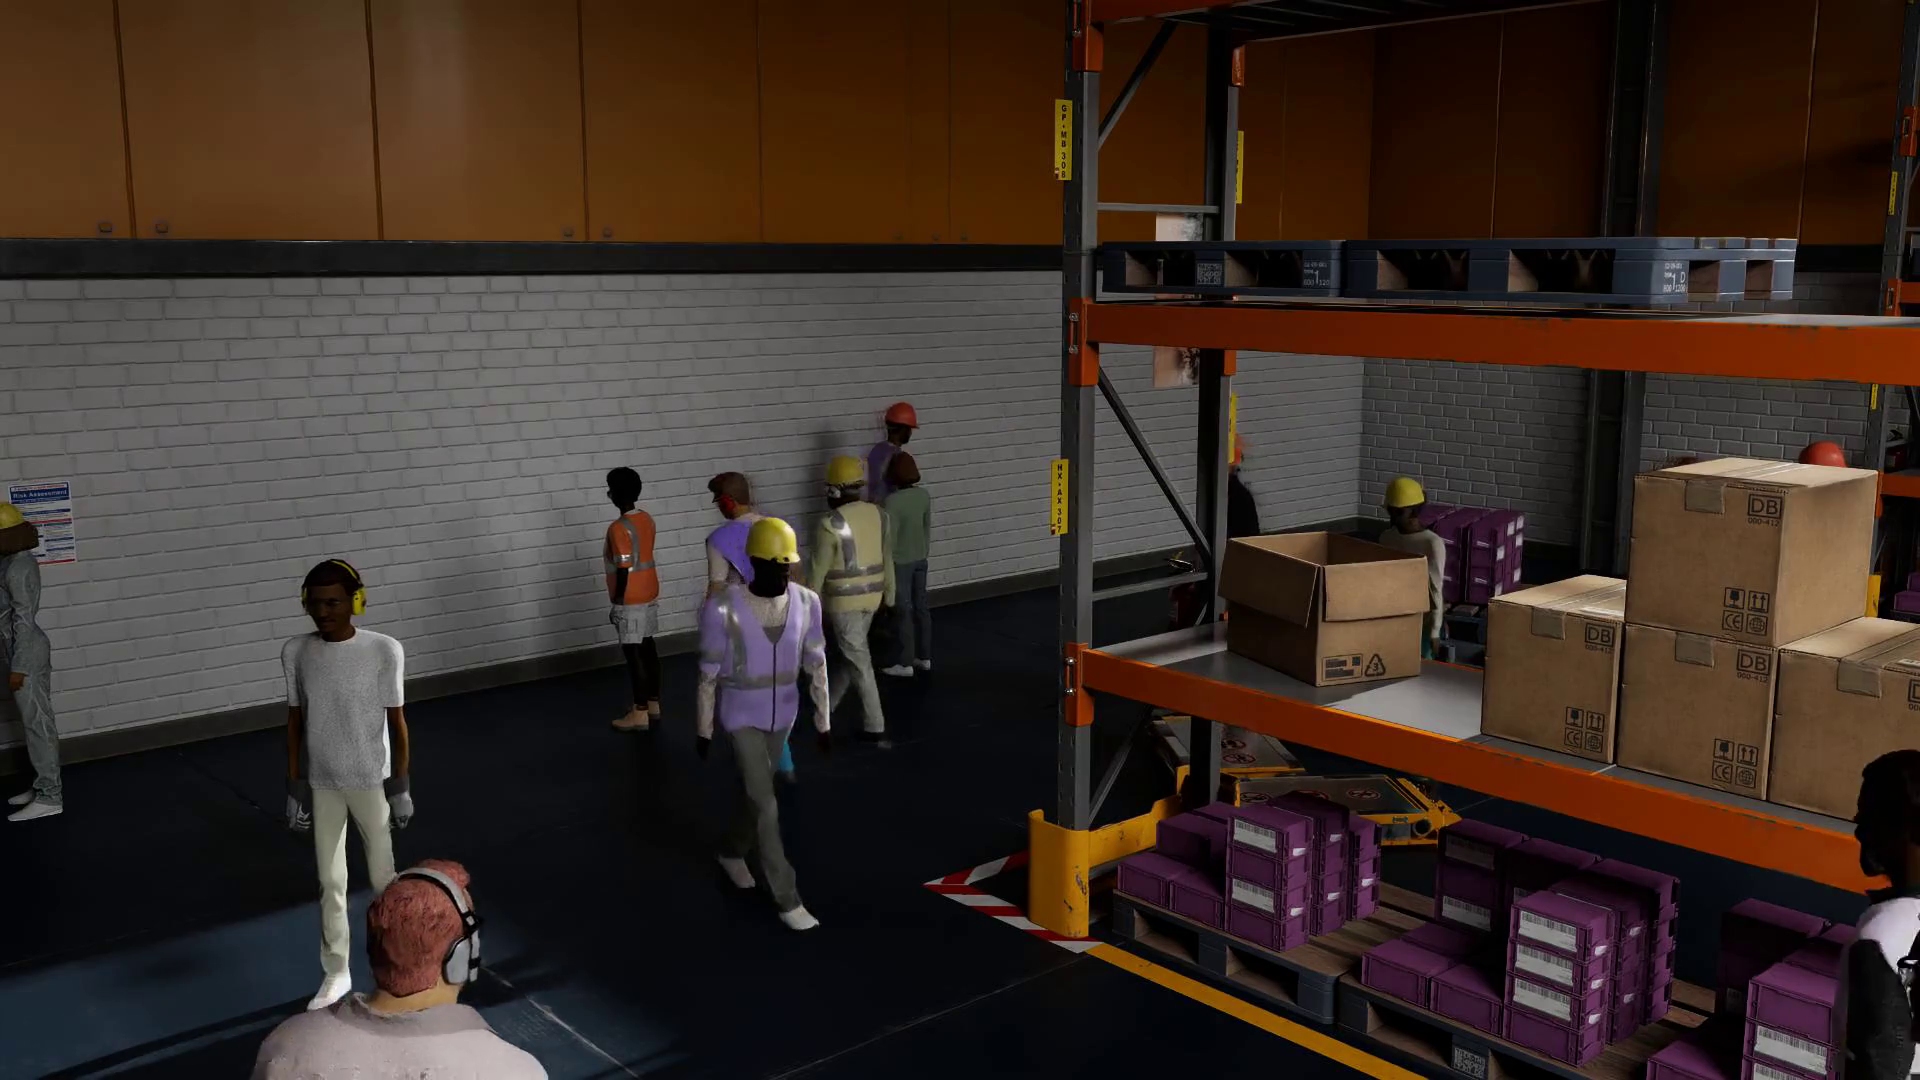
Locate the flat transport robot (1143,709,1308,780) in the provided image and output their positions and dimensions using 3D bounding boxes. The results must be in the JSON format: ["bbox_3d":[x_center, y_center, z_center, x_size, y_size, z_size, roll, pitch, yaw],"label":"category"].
[{"bbox_3d":[1.527,1.257,9.693,0.652,0.197,1.431,-1,10,-5],"label":"flat transport robot"}]

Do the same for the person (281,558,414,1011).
[{"bbox_3d":[-2.446,0.986,6.643,0.514,1.861,0.316,1,10,3],"label":"person"}]

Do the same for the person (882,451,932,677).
[{"bbox_3d":[-0.397,0.173,12.061,0.286,1.631,0.502,7,12,37],"label":"person"}]

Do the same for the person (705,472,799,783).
[{"bbox_3d":[-1.256,0.490,9.692,0.824,1.799,0.621,8,12,38],"label":"person"}]

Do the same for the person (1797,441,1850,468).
[{"bbox_3d":[5.092,0.375,9.973,0.349,1.942,0.545,2,10,10],"label":"person"}]

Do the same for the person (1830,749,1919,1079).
[{"bbox_3d":[2.300,1.434,3.944,0.599,1.893,0.861,-8,12,-37],"label":"person"}]

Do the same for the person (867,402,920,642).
[{"bbox_3d":[-0.529,-0.124,13.001,0.474,1.900,0.544,-3,10,-19],"label":"person"}]

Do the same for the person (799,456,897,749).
[{"bbox_3d":[-0.767,0.366,10.429,0.906,1.790,0.610,8,12,38],"label":"person"}]

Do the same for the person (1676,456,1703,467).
[{"bbox_3d":[5.187,0.188,12.010,0.518,1.613,0.413,-7,12,-35],"label":"person"}]

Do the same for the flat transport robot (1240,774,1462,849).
[{"bbox_3d":[1.894,1.426,8.701,1.431,0.197,0.652,-1,10,-5],"label":"flat transport robot"}]

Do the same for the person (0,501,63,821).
[{"bbox_3d":[-5.093,0.645,8.997,0.309,1.737,0.484,-5,11,-26],"label":"person"}]

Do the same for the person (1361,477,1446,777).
[{"bbox_3d":[2.616,0.500,9.794,0.343,1.756,0.553,-6,11,-30],"label":"person"}]

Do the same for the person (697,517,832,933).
[{"bbox_3d":[-0.915,0.803,7.701,0.597,1.869,1.010,-7,12,-35],"label":"person"}]

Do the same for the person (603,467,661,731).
[{"bbox_3d":[-2.110,0.372,10.695,0.317,1.698,0.534,2,10,11],"label":"person"}]

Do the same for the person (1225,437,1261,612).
[{"bbox_3d":[1.668,0.297,10.402,0.463,1.969,0.738,0,10,2],"label":"person"}]

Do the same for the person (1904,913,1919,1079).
[{"bbox_3d":[1.842,1.581,3.195,0.641,1.844,1.016,-9,13,-42],"label":"person"}]

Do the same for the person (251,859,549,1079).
[{"bbox_3d":[-1.088,1.552,3.393,0.637,1.841,1.043,1,10,6],"label":"person"}]
